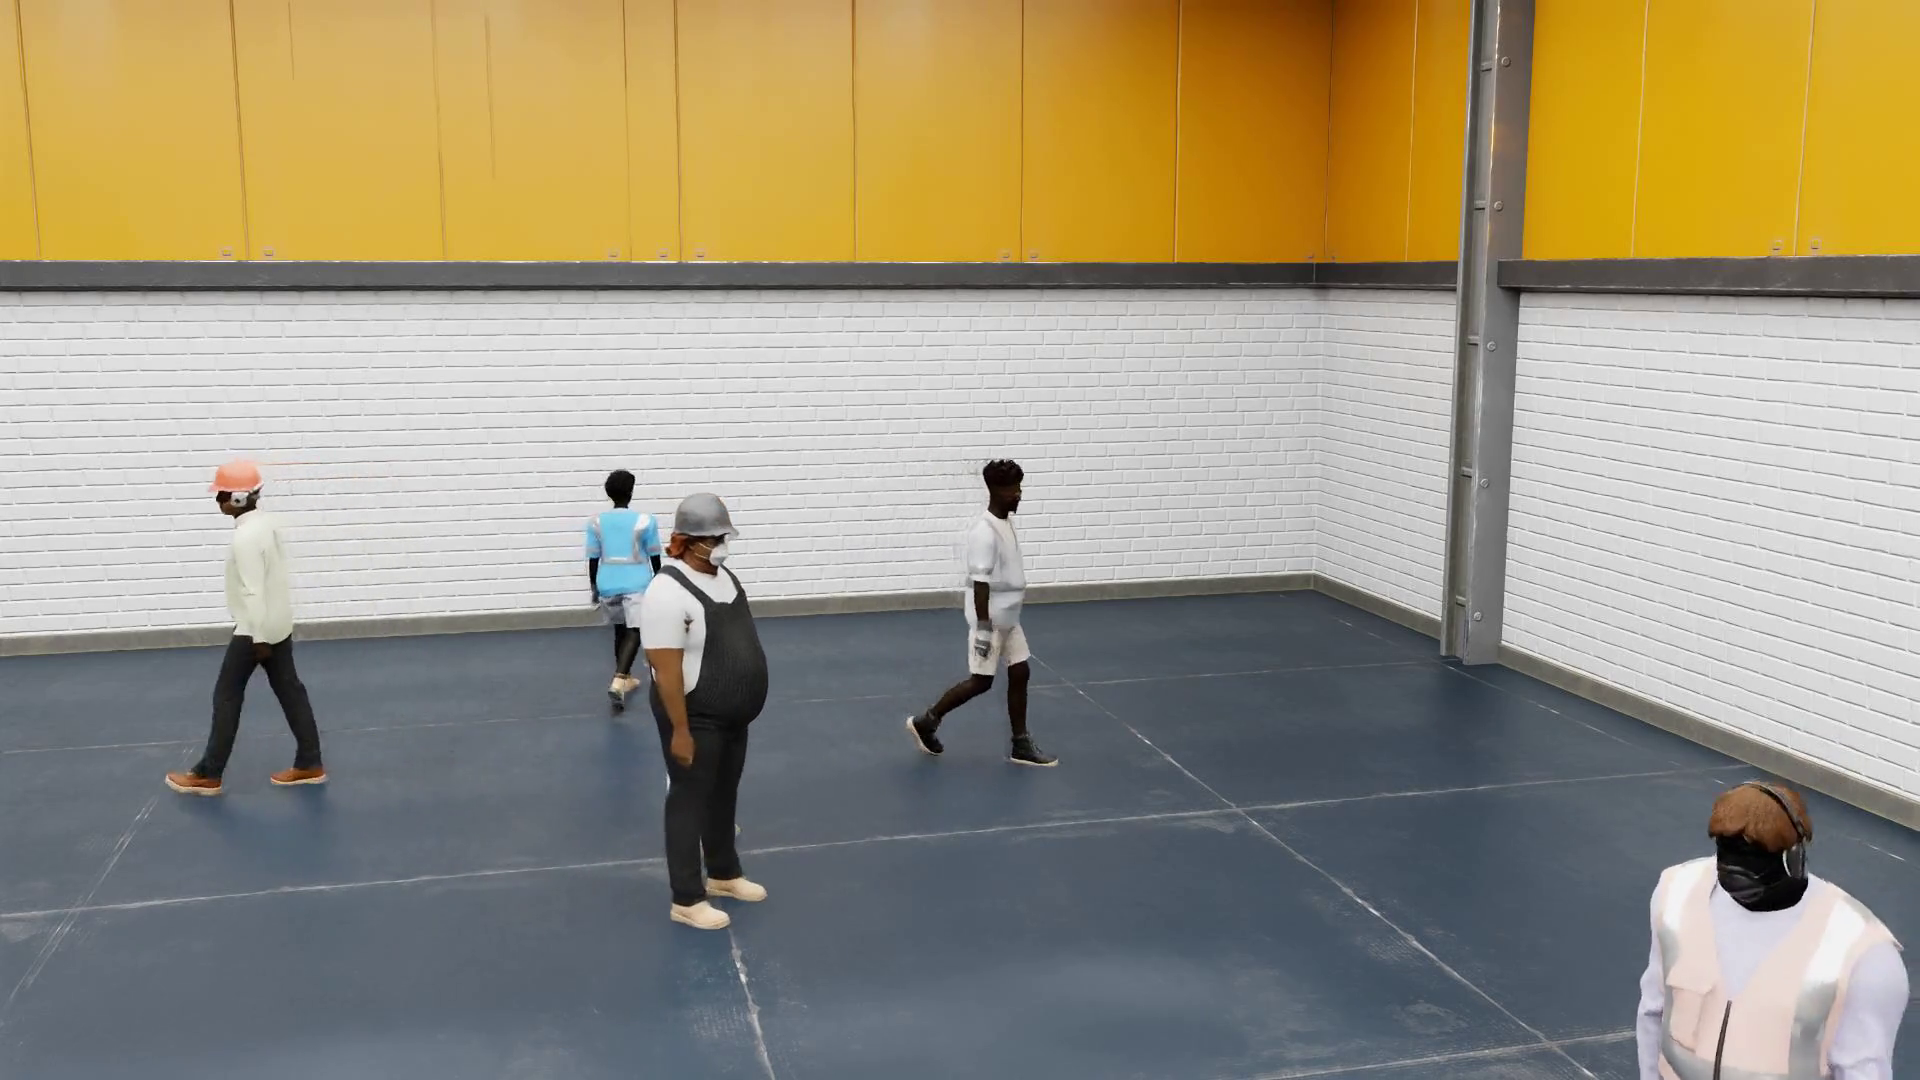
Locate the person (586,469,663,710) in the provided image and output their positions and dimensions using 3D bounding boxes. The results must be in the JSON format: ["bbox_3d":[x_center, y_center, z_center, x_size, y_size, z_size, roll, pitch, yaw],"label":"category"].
[{"bbox_3d":[-2.380,0.336,11.689,0.530,1.668,0.804,2,9,11],"label":"person"}]

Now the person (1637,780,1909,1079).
[{"bbox_3d":[1.950,1.471,4.101,0.439,1.821,0.646,-8,12,-42],"label":"person"}]

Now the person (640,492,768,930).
[{"bbox_3d":[-1.161,0.773,7.796,0.537,2.000,0.687,3,10,19],"label":"person"}]

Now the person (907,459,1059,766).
[{"bbox_3d":[0.131,0.451,10.189,0.870,1.936,0.615,3,10,17],"label":"person"}]

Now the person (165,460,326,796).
[{"bbox_3d":[-4.217,0.510,9.702,0.949,1.954,0.617,-1,9,-6],"label":"person"}]

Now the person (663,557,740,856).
[{"bbox_3d":[-1.372,0.697,8.758,0.337,1.882,0.585,3,9,16],"label":"person"}]
